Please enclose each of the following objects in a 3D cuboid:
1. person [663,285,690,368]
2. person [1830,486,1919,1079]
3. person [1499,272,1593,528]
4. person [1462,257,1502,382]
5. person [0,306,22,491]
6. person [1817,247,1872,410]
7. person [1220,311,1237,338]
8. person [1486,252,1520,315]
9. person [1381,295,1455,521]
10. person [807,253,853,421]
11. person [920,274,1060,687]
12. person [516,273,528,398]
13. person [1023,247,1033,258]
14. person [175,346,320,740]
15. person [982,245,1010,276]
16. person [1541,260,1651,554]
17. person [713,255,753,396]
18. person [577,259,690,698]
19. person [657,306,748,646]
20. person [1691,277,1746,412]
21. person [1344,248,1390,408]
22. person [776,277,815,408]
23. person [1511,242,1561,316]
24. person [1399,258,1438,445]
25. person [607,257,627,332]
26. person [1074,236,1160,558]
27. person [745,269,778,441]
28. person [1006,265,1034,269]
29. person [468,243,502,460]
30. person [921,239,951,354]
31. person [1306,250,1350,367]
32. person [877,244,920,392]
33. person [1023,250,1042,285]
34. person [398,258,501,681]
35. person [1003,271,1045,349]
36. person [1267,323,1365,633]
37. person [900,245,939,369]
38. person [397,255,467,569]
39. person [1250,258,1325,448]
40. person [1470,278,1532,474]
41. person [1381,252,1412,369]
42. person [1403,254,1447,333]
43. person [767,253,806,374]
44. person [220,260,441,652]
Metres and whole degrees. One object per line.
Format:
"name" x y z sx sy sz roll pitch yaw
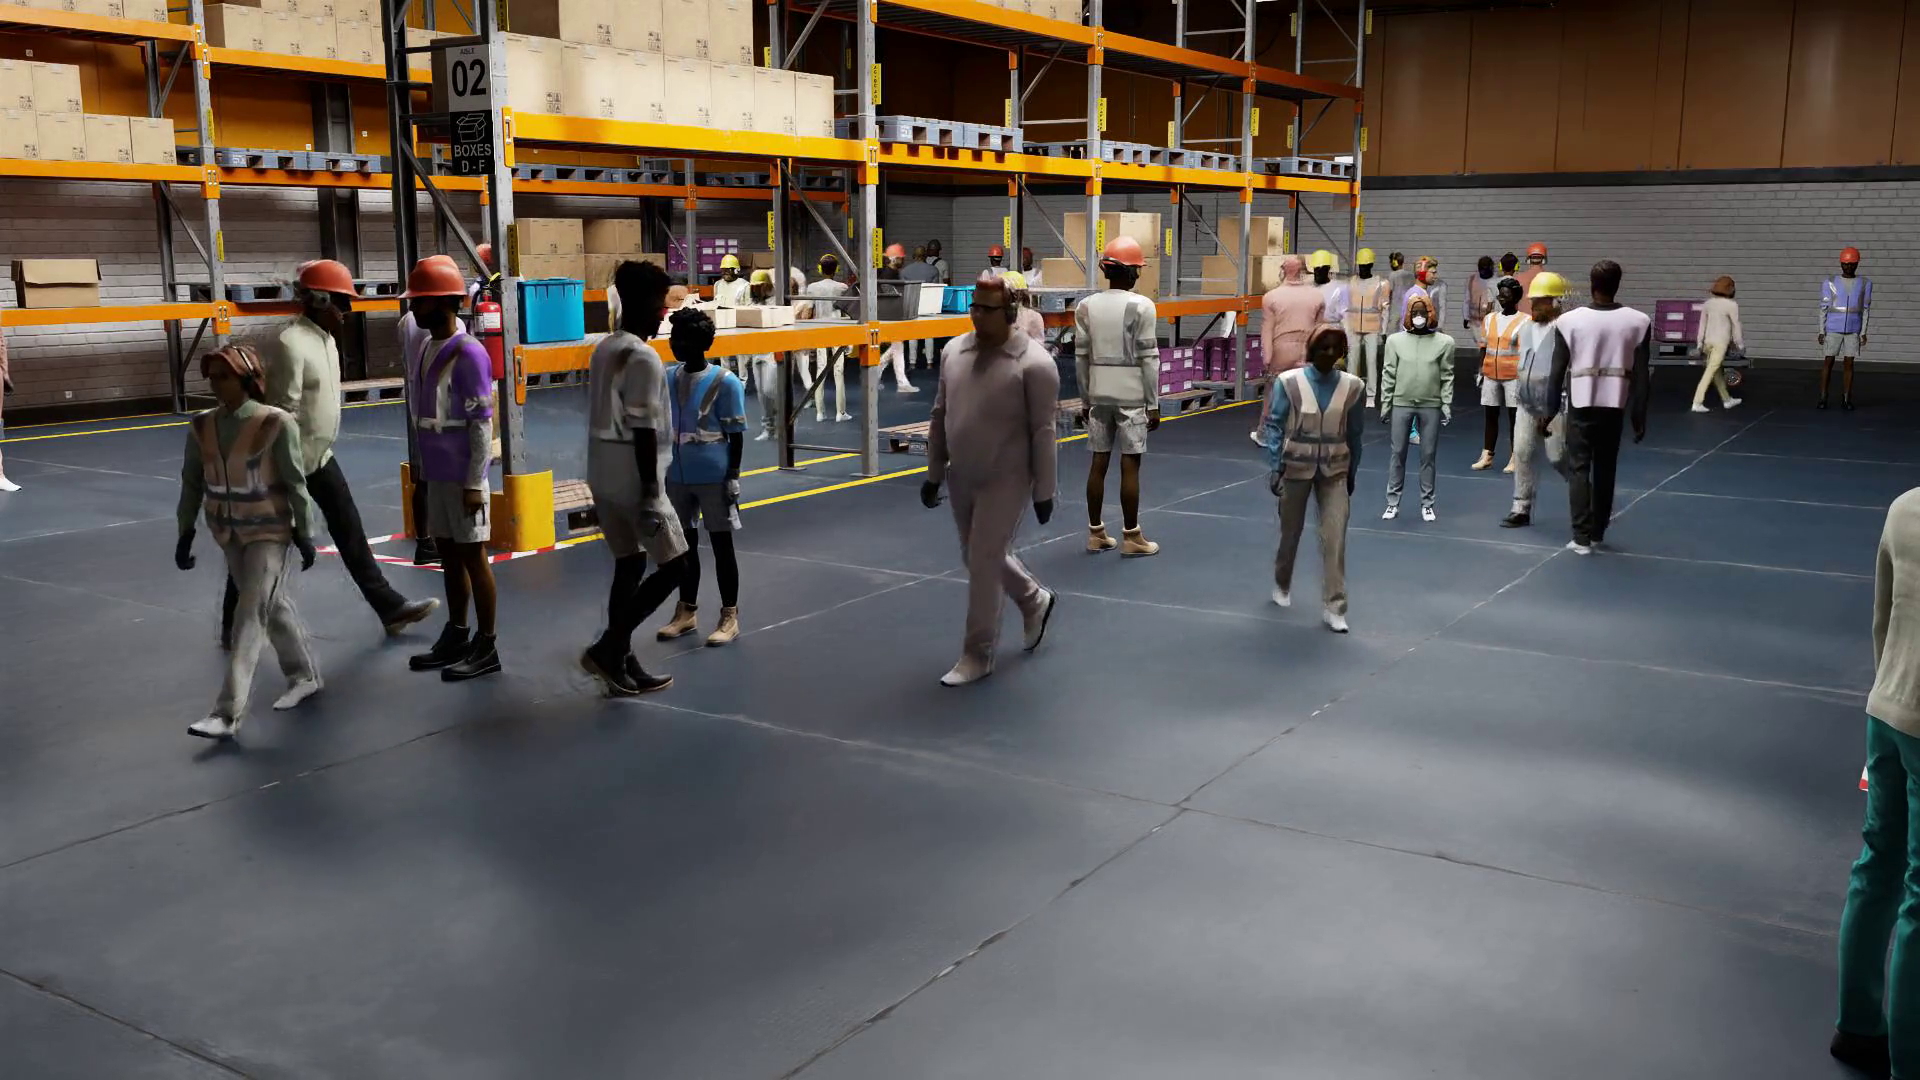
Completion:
"person" -2.465 -1.400 14.519 0.268 1.631 0.507 -2 10 -13
"person" 2.306 0.457 3.879 0.320 1.763 0.522 0 10 3
"person" 4.184 -0.986 11.748 0.710 1.804 0.589 -7 12 -33
"person" 7.375 -3.082 23.436 0.615 1.781 0.975 8 13 38
"person" -7.836 -1.304 13.229 0.410 1.909 0.642 4 11 21
"person" 10.557 -2.518 19.871 0.548 1.937 0.358 3 11 18
"person" 4.450 -3.764 27.040 0.625 1.844 0.429 -8 13 -39
"person" 6.704 -2.584 20.409 0.513 1.876 0.328 5 11 25
"person" 3.295 -0.948 12.012 0.507 1.633 0.276 3 11 16
"person" -1.451 -2.259 18.603 0.532 1.876 0.319 2 10 10
"person" 0.190 -0.304 7.776 0.642 1.875 0.845 10 14 43
"person" -5.724 -2.785 21.314 0.383 1.951 0.605 -1 10 -6
"person" 1.216 -4.504 31.026 0.355 1.882 0.576 -3 11 -15
"person" -2.975 -0.004 6.888 0.541 1.584 0.878 3 11 17
"person" 0.563 -3.607 25.902 0.547 1.937 0.379 -6 12 -30
"person" 4.130 -0.861 10.834 0.621 1.914 0.490 1 10 6
"person" -2.966 -2.771 21.564 0.590 1.833 0.403 4 11 21
"person" -1.429 -0.249 7.279 0.463 1.937 0.634 -7 12 -34
"person" -1.307 -0.315 8.320 0.538 1.698 0.320 6 12 29
"person" 9.025 -2.310 19.687 0.860 1.586 0.522 -3 11 -18
"person" 4.869 -2.550 20.083 0.594 1.922 0.386 5 11 26
"person" -1.981 -2.338 19.806 0.526 1.599 0.837 4 11 23
"person" 6.841 -2.543 19.855 0.623 1.989 0.400 3 11 14
"person" 4.533 -1.866 16.513 0.383 1.842 0.570 3 11 18
"person" -3.899 -2.431 19.717 0.531 1.821 0.681 -5 11 -25
"person" 1.022 -0.907 10.645 0.605 2.045 0.379 8 13 38
"person" -1.966 -1.846 16.703 0.517 1.728 0.362 8 13 36
"person" 0.906 -3.691 26.451 0.643 1.909 0.410 -3 11 -15
"person" -4.239 -1.681 15.104 0.391 1.992 0.714 0 10 -1
"person" -0.447 -4.334 29.645 0.679 2.000 0.537 4 11 21
"person" 3.910 -2.171 17.995 0.613 1.913 0.414 8 13 38
"person" -0.909 -2.959 22.206 0.683 1.985 0.629 1 10 8
"person" 1.032 -3.514 25.569 0.590 1.868 0.452 7 13 35
"person" -2.364 -0.321 7.690 0.368 1.939 0.542 -9 14 -42
"person" 0.453 -1.352 13.886 0.535 1.767 0.315 7 12 34
"person" 1.883 -0.368 8.898 0.520 1.596 0.854 0 10 1
"person" -0.628 -3.658 26.182 0.630 1.940 0.373 -1 10 -3
"person" -3.199 -0.785 10.294 0.541 1.932 0.382 6 12 31
"person" 3.142 -1.762 15.919 0.658 1.852 0.969 -2 10 -8
"person" 4.741 -1.425 14.480 0.318 1.697 0.535 -9 14 -42
"person" 6.817 -3.515 25.654 0.559 1.845 0.644 -8 13 -36
"person" 6.228 -2.922 22.399 0.597 1.830 0.404 8 13 38
"person" -2.445 -3.100 23.105 0.662 1.928 0.463 5 11 24
"person" -3.210 -0.417 8.253 1.060 1.914 0.695 0 10 0
